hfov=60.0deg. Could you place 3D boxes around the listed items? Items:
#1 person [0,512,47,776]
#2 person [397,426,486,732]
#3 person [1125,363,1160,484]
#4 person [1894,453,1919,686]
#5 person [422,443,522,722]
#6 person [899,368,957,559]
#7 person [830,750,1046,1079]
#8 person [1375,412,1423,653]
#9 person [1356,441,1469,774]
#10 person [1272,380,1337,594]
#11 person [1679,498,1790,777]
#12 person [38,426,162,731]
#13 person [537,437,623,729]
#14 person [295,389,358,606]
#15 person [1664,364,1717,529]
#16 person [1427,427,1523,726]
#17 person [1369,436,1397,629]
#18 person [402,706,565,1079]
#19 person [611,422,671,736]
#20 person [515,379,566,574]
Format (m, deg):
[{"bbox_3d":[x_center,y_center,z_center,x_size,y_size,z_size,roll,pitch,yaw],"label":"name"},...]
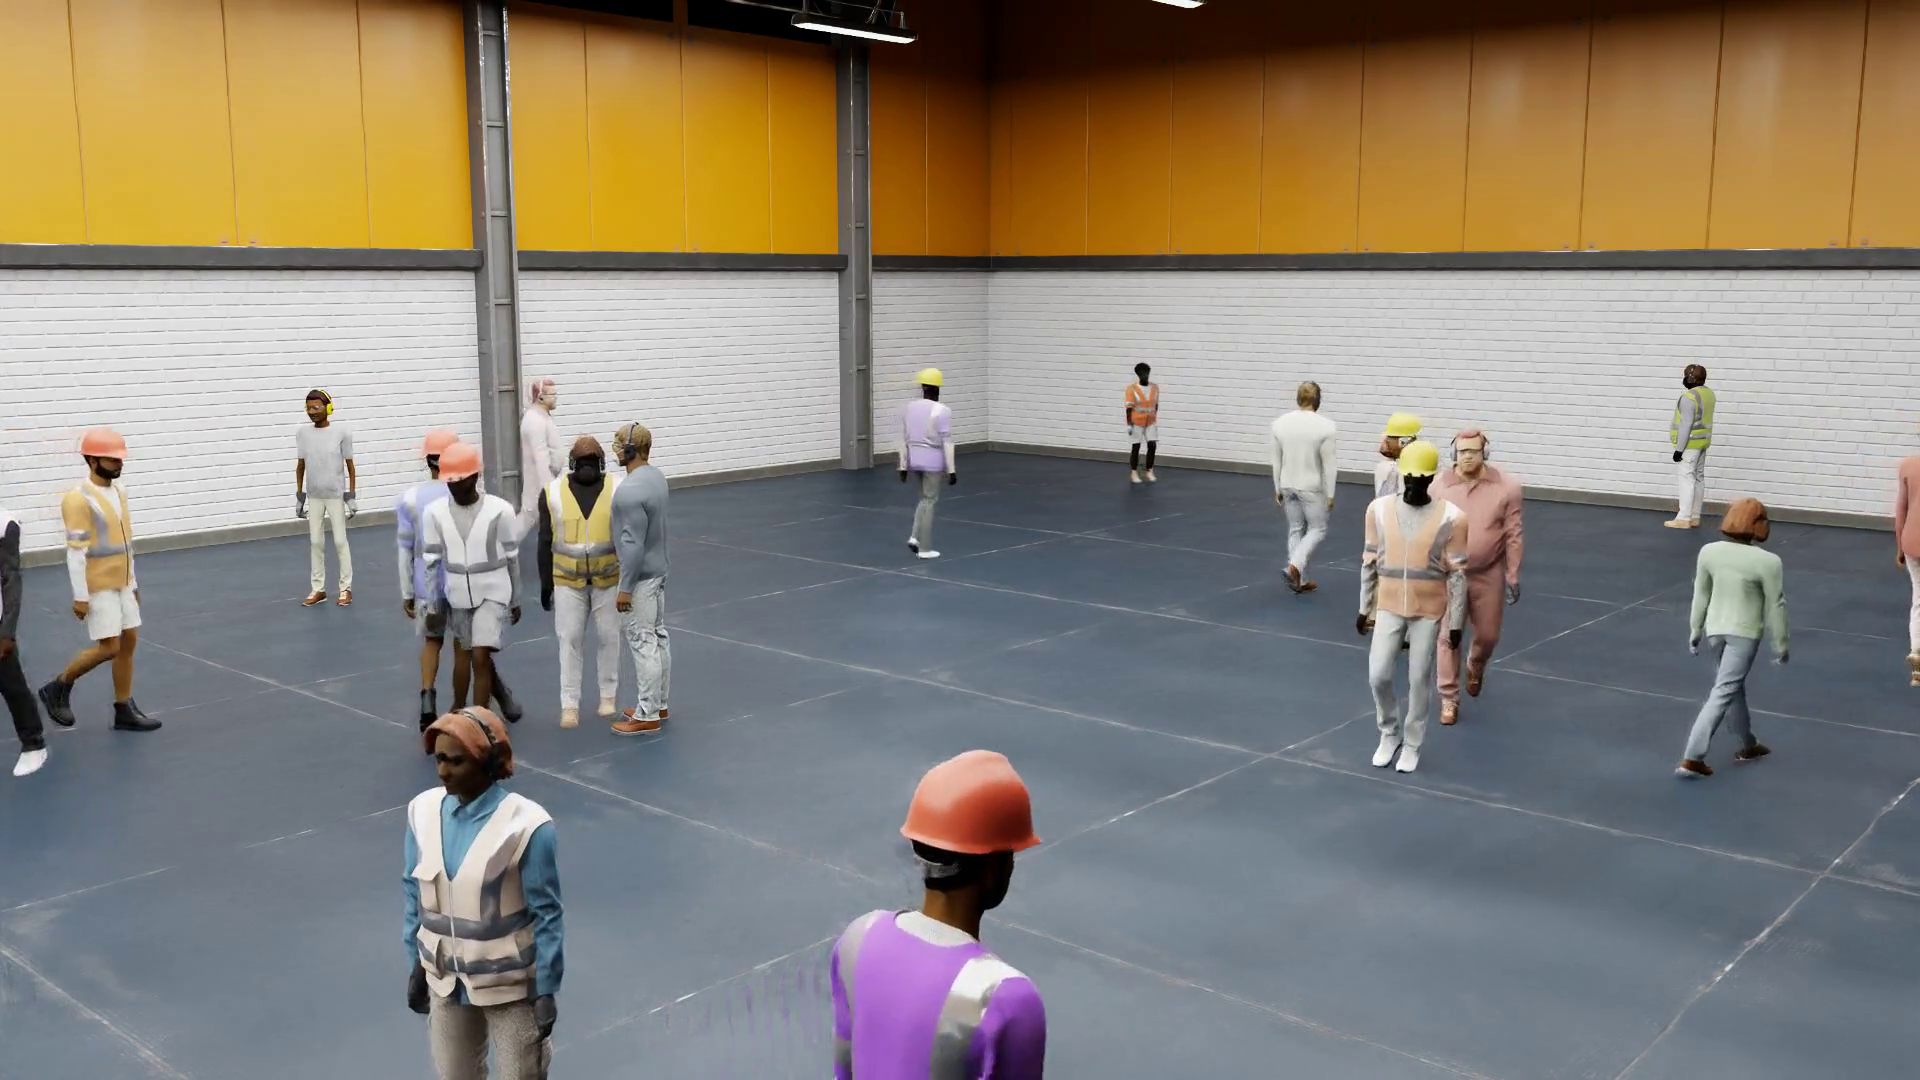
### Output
[{"bbox_3d":[-5.401,0.462,9.123,0.594,1.873,0.995,0,9,-3],"label":"person"},{"bbox_3d":[-3.117,0.270,10.126,0.555,1.920,0.455,-1,9,-5],"label":"person"},{"bbox_3d":[2.447,-1.580,22.529,0.548,1.658,0.508,-3,9,-18],"label":"person"},{"bbox_3d":[6.628,0.056,11.312,0.583,1.973,0.622,-6,11,-33],"label":"person"},{"bbox_3d":[-2.915,0.313,10.083,0.558,1.875,0.973,0,9,3],"label":"person"},{"bbox_3d":[-0.307,-0.759,16.607,0.601,1.910,0.428,8,12,40],"label":"person"},{"bbox_3d":[-0.069,1.368,3.272,0.582,1.914,0.543,-7,12,-39],"label":"person"},{"bbox_3d":[3.279,-0.048,12.448,0.463,1.815,0.623,2,9,12],"label":"person"},{"bbox_3d":[2.546,0.388,9.418,0.629,1.907,0.461,5,10,29],"label":"person"},{"bbox_3d":[3.001,-0.441,14.619,0.630,1.922,0.598,8,12,41],"label":"person"},{"bbox_3d":[4.416,0.548,9.458,0.881,1.588,0.511,-5,10,-29],"label":"person"},{"bbox_3d":[-5.322,0.254,10.237,0.591,1.920,0.550,1,9,3],"label":"person"},{"bbox_3d":[-2.354,0.258,10.588,0.651,1.837,0.624,-2,9,-11],"label":"person"},{"bbox_3d":[-5.438,-0.361,14.264,0.532,1.868,0.310,0,9,1],"label":"person"},{"bbox_3d":[8.194,-1.050,18.678,0.627,1.844,0.429,-8,12,-43],"label":"person"},{"bbox_3d":[3.261,0.203,10.674,0.646,1.885,0.730,2,9,14],"label":"person"},{"bbox_3d":[3.426,-0.069,13.194,0.284,1.633,0.501,-1,9,-9],"label":"person"},{"bbox_3d":[-1.358,1.270,4.745,0.522,1.636,0.310,4,10,22],"label":"person"},{"bbox_3d":[-1.982,0.237,10.288,0.371,1.940,0.630,1,9,4],"label":"person"},{"bbox_3d":[-3.992,-0.592,15.742,0.983,1.867,0.660,-1,9,-6],"label":"person"}]
